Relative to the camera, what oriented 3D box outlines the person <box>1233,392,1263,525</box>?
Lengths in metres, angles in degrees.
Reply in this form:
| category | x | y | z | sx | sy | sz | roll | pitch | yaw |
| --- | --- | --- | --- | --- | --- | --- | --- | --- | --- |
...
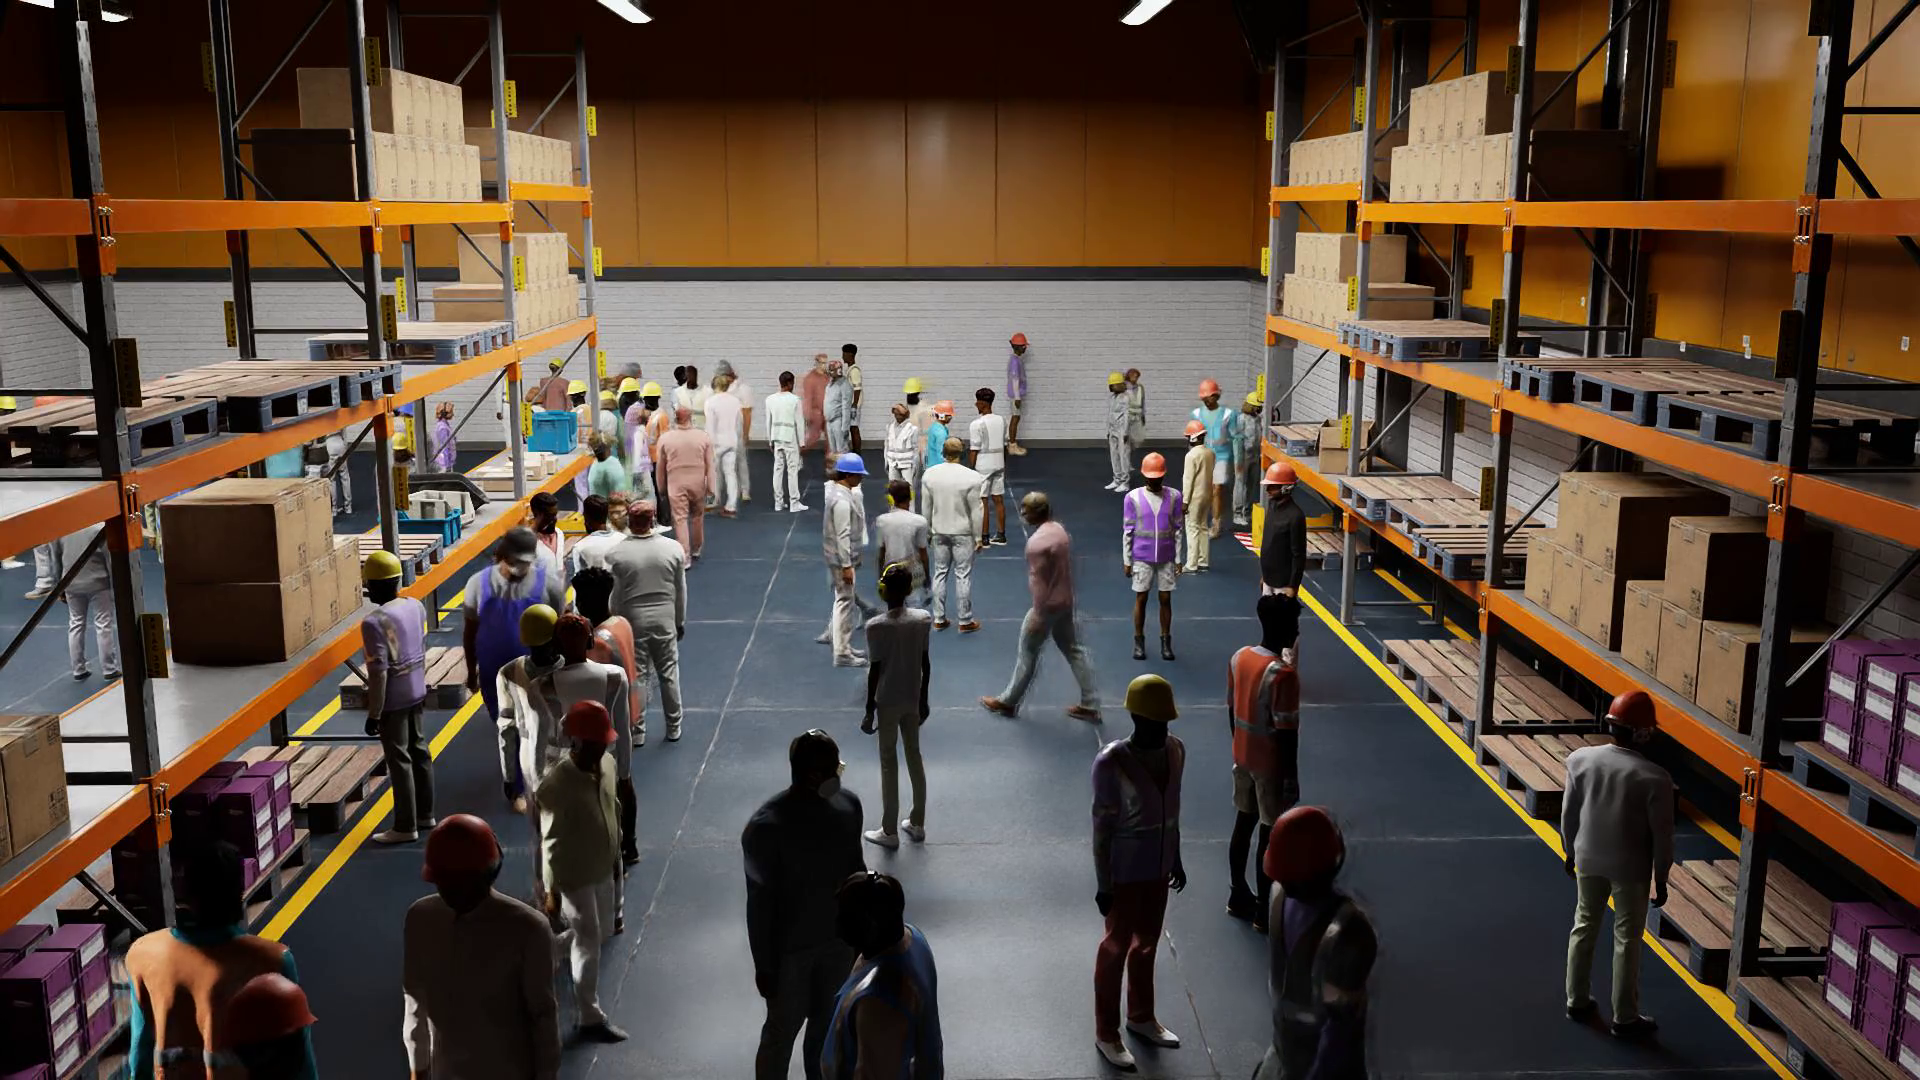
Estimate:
| category | x | y | z | sx | sy | sz | roll | pitch | yaw |
| --- | --- | --- | --- | --- | --- | --- | --- | --- | --- |
| person | 3.803 | -1.072 | 21.778 | 0.483 | 1.736 | 0.311 | -11 | 16 | -43 |

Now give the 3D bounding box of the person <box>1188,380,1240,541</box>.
| category | x | y | z | sx | sy | sz | roll | pitch | yaw |
| --- | --- | --- | --- | --- | --- | --- | --- | --- | --- |
| person | 3.141 | -1.004 | 20.756 | 0.627 | 1.997 | 0.862 | 6 | 13 | 28 |

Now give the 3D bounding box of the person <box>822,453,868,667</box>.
| category | x | y | z | sx | sy | sz | roll | pitch | yaw |
| --- | --- | --- | --- | --- | --- | --- | --- | --- | --- |
| person | -1.031 | 0.175 | 15.022 | 0.424 | 1.933 | 0.617 | -1 | 11 | -5 |

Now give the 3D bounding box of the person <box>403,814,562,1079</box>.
| category | x | y | z | sx | sy | sz | roll | pitch | yaw |
| --- | --- | --- | --- | --- | --- | --- | --- | --- | --- |
| person | -1.753 | 1.935 | 6.074 | 0.621 | 1.985 | 0.408 | 3 | 12 | 16 |

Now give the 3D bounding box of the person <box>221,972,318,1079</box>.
| category | x | y | z | sx | sy | sz | roll | pitch | yaw |
| --- | --- | --- | --- | --- | --- | --- | --- | --- | --- |
| person | -2.039 | 2.226 | 4.848 | 0.563 | 1.891 | 0.771 | 9 | 15 | 39 |

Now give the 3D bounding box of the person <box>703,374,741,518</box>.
| category | x | y | z | sx | sy | sz | roll | pitch | yaw |
| --- | --- | --- | --- | --- | --- | --- | --- | --- | --- |
| person | -3.252 | -1.260 | 22.276 | 0.746 | 1.910 | 0.643 | 9 | 14 | 38 |

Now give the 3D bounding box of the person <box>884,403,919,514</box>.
| category | x | y | z | sx | sy | sz | roll | pitch | yaw |
| --- | --- | --- | --- | --- | --- | --- | --- | --- | --- |
| person | -0.753 | -0.952 | 21.416 | 0.512 | 1.640 | 0.309 | 7 | 13 | 30 |

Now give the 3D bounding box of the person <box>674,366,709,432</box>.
| category | x | y | z | sx | sy | sz | roll | pitch | yaw |
| --- | --- | --- | --- | --- | --- | --- | --- | --- | --- |
| person | -3.838 | -1.628 | 24.292 | 0.617 | 1.868 | 1.044 | 2 | 11 | 9 |

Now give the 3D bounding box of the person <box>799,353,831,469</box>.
| category | x | y | z | sx | sy | sz | roll | pitch | yaw |
| --- | --- | --- | --- | --- | --- | --- | --- | --- | --- |
| person | -2.215 | -1.987 | 26.015 | 0.814 | 1.883 | 0.651 | 9 | 14 | 38 |

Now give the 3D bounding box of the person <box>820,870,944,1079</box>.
| category | x | y | z | sx | sy | sz | roll | pitch | yaw |
| --- | --- | --- | --- | --- | --- | --- | --- | --- | --- |
| person | -0.276 | 2.046 | 5.914 | 0.431 | 1.835 | 0.623 | 1 | 11 | 6 |

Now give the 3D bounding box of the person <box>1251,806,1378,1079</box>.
| category | x | y | z | sx | sy | sz | roll | pitch | yaw |
| --- | --- | --- | --- | --- | --- | --- | --- | --- | --- |
| person | 1.321 | 1.916 | 6.199 | 1.010 | 1.981 | 0.607 | -6 | 13 | -26 |

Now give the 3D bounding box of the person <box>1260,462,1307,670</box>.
| category | x | y | z | sx | sy | sz | roll | pitch | yaw |
| --- | --- | --- | --- | --- | --- | --- | --- | --- | --- |
| person | 2.703 | 0.329 | 14.096 | 0.385 | 1.993 | 0.623 | -3 | 12 | -14 |

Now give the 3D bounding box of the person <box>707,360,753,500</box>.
| category | x | y | z | sx | sy | sz | roll | pitch | yaw |
| --- | --- | --- | --- | --- | --- | --- | --- | --- | --- |
| person | -3.256 | -1.561 | 23.458 | 0.689 | 2.000 | 0.639 | 3 | 12 | 17 |

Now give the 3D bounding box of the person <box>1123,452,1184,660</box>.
| category | x | y | z | sx | sy | sz | roll | pitch | yaw |
| --- | --- | --- | --- | --- | --- | --- | --- | --- | --- |
| person | 1.764 | 0.151 | 15.176 | 0.549 | 1.925 | 0.384 | 0 | 11 | -2 |

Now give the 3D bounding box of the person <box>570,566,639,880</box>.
| category | x | y | z | sx | sy | sz | roll | pitch | yaw |
| --- | --- | --- | --- | --- | --- | --- | --- | --- | --- |
| person | -2.175 | 1.120 | 10.234 | 0.373 | 1.957 | 0.598 | 1 | 11 | 5 |

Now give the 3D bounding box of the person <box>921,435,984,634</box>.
| category | x | y | z | sx | sy | sz | roll | pitch | yaw |
| --- | --- | --- | --- | --- | --- | --- | --- | --- | --- |
| person | -0.063 | -0.051 | 16.147 | 0.638 | 1.936 | 0.356 | 5 | 12 | 24 |

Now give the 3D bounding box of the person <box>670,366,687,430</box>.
| category | x | y | z | sx | sy | sz | roll | pitch | yaw |
| --- | --- | --- | --- | --- | --- | --- | --- | --- | --- |
| person | -4.335 | -1.864 | 25.861 | 0.318 | 1.690 | 0.531 | 2 | 11 | 9 |

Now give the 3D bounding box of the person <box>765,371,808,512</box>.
| category | x | y | z | sx | sy | sz | roll | pitch | yaw |
| --- | --- | --- | --- | --- | --- | --- | --- | --- | --- |
| person | -2.370 | -1.338 | 22.665 | 0.588 | 1.913 | 0.390 | 6 | 13 | 28 |

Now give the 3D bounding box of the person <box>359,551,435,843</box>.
| category | x | y | z | sx | sy | sz | roll | pitch | yaw |
| --- | --- | --- | --- | --- | --- | --- | --- | --- | --- |
| person | -3.679 | 1.018 | 10.814 | 0.387 | 1.927 | 0.589 | 3 | 12 | 15 |

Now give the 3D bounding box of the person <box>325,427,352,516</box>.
| category | x | y | z | sx | sy | sz | roll | pitch | yaw |
| --- | --- | --- | --- | --- | --- | --- | --- | --- | --- |
| person | -8.464 | -1.192 | 22.384 | 0.319 | 1.738 | 0.484 | 6 | 13 | 28 |

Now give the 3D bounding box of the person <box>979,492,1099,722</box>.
| category | x | y | z | sx | sy | sz | roll | pitch | yaw |
| --- | --- | --- | --- | --- | --- | --- | --- | --- | --- |
| person | 0.654 | 0.537 | 13.360 | 1.016 | 1.868 | 0.701 | 5 | 12 | 24 |

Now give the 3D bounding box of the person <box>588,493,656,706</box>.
| category | x | y | z | sx | sy | sz | roll | pitch | yaw |
| --- | --- | --- | --- | --- | --- | --- | --- | --- | --- |
| person | -2.758 | 0.488 | 13.755 | 0.591 | 1.809 | 0.541 | -1 | 11 | -7 |

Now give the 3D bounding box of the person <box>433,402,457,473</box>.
| category | x | y | z | sx | sy | sz | roll | pitch | yaw |
| --- | --- | --- | --- | --- | --- | --- | --- | --- | --- |
| person | -6.674 | -0.980 | 21.579 | 0.312 | 1.631 | 0.523 | -4 | 12 | -21 |

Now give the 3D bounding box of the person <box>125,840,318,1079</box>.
| category | x | y | z | sx | sy | sz | roll | pitch | yaw |
| --- | --- | --- | --- | --- | --- | --- | --- | --- | --- |
| person | -2.616 | 1.992 | 5.991 | 0.637 | 1.898 | 0.531 | 1 | 11 | 6 |

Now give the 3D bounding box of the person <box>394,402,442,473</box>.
| category | x | y | z | sx | sy | sz | roll | pitch | yaw |
| --- | --- | --- | --- | --- | --- | --- | --- | --- | --- |
| person | -6.312 | -0.714 | 19.497 | 0.600 | 1.918 | 0.653 | 5 | 12 | 23 |

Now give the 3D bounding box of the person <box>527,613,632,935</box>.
| category | x | y | z | sx | sy | sz | roll | pitch | yaw |
| --- | --- | --- | --- | --- | --- | --- | --- | --- | --- |
| person | -2.132 | 1.330 | 9.374 | 0.575 | 1.880 | 0.358 | -5 | 12 | -24 |

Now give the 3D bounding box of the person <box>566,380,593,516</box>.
| category | x | y | z | sx | sy | sz | roll | pitch | yaw |
| --- | --- | --- | --- | --- | --- | --- | --- | --- | --- |
| person | -4.892 | -1.110 | 21.532 | 0.396 | 1.913 | 0.591 | 3 | 12 | 16 |

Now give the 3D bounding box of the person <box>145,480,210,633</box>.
| category | x | y | z | sx | sy | sz | roll | pitch | yaw |
| --- | --- | --- | --- | --- | --- | --- | --- | --- | --- |
| person | -7.601 | -0.122 | 16.227 | 0.612 | 2.047 | 0.361 | -6 | 13 | -29 |

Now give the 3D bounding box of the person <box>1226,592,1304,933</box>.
| category | x | y | z | sx | sy | sz | roll | pitch | yaw |
| --- | --- | --- | --- | --- | --- | --- | --- | --- | --- |
| person | 1.753 | 1.257 | 9.521 | 0.367 | 1.963 | 0.609 | -5 | 12 | -22 |

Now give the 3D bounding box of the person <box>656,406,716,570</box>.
| category | x | y | z | sx | sy | sz | roll | pitch | yaw |
| --- | --- | --- | --- | --- | --- | --- | --- | --- | --- |
| person | -3.172 | -0.629 | 19.243 | 0.674 | 1.851 | 0.980 | -2 | 11 | -11 |

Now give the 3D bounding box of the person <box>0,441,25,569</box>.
| category | x | y | z | sx | sy | sz | roll | pitch | yaw |
| --- | --- | --- | --- | --- | --- | --- | --- | --- | --- |
| person | -10.884 | -0.467 | 19.085 | 0.519 | 1.599 | 0.413 | 4 | 12 | 20 |

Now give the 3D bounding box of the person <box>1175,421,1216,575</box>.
| category | x | y | z | sx | sy | sz | roll | pitch | yaw |
| --- | --- | --- | --- | --- | --- | --- | --- | --- | --- |
| person | 2.664 | -0.483 | 18.822 | 0.355 | 1.737 | 0.576 | 8 | 14 | 36 |
